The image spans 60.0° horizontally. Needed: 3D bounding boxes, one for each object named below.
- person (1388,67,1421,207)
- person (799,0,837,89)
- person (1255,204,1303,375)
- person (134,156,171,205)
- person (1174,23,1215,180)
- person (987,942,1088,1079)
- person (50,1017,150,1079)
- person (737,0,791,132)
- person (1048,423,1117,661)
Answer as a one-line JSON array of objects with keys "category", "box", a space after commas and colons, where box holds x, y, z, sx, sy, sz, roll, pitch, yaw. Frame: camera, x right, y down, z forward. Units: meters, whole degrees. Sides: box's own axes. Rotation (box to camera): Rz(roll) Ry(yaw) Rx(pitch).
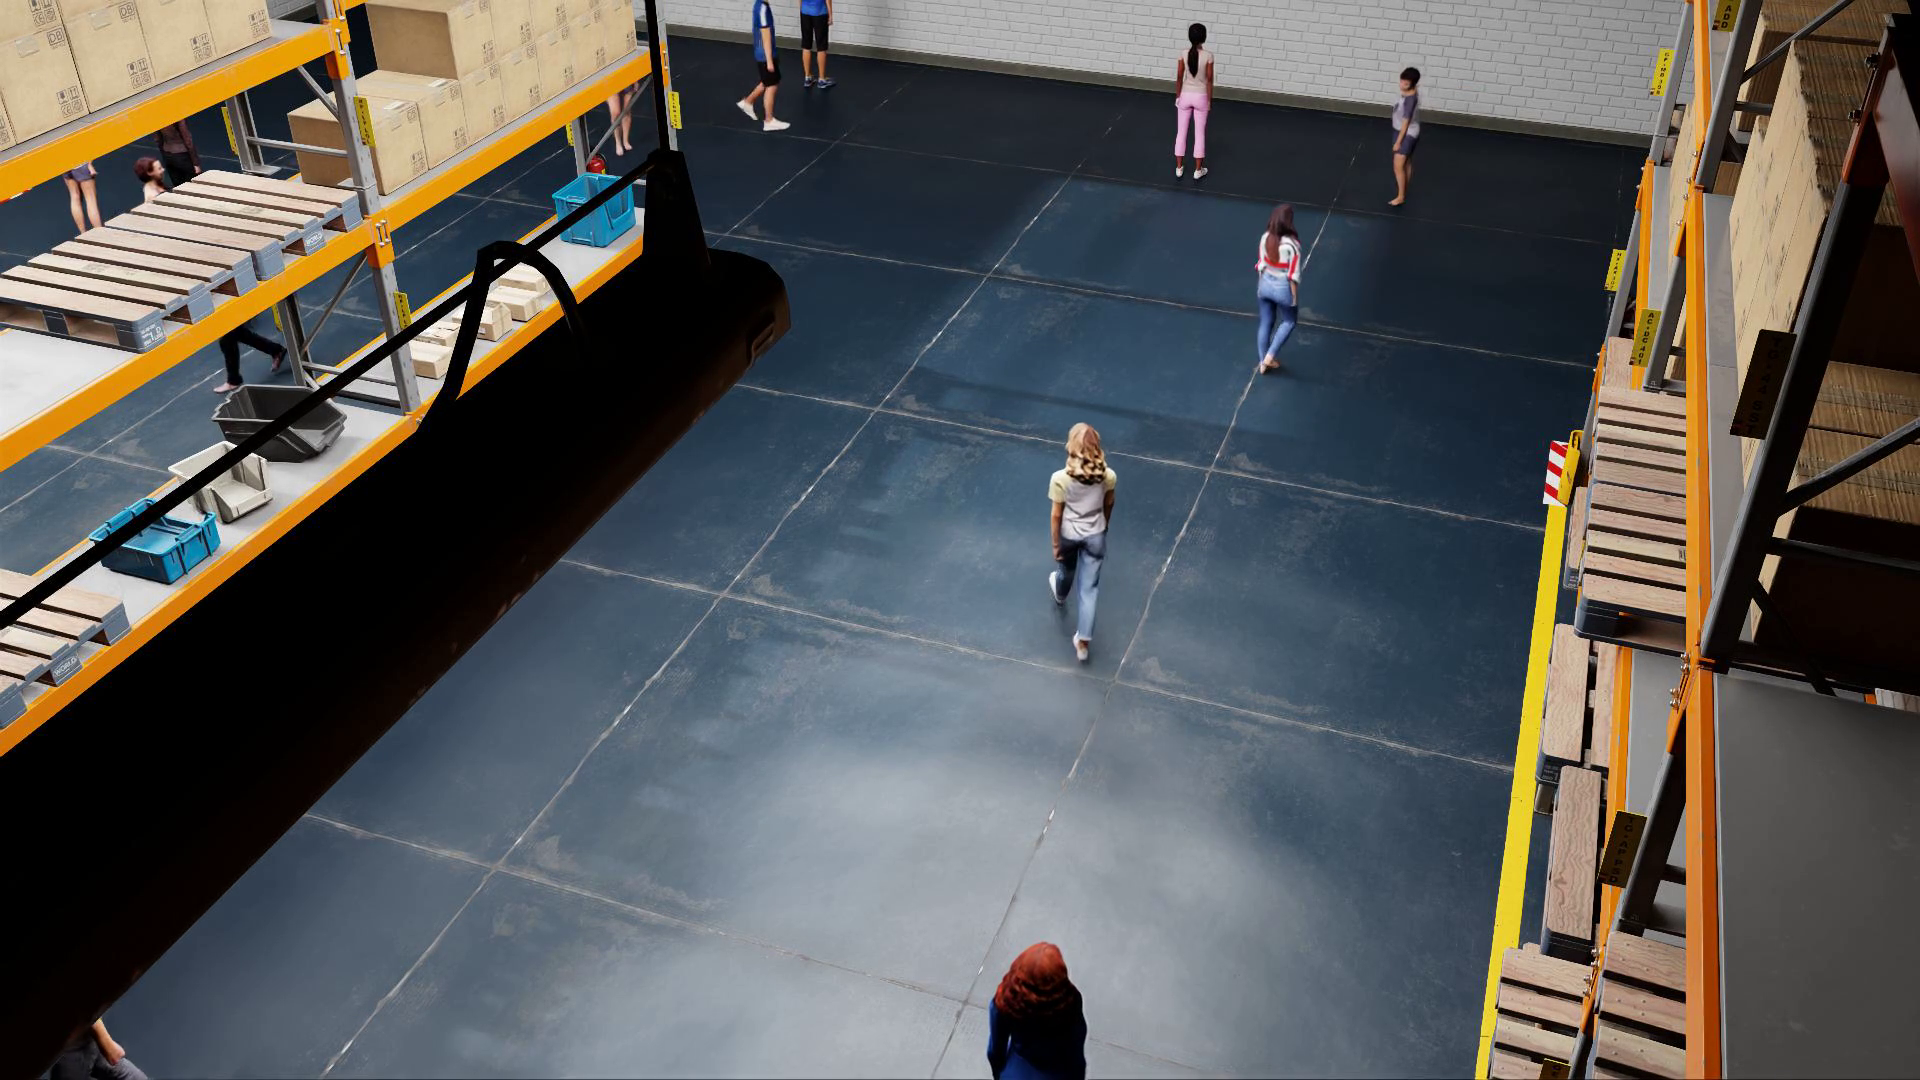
[{"category": "person", "box": [4.923, -4.472, 18.277, 0.804, 1.534, 0.499, 15, 36, 21]}, {"category": "person", "box": [-1.892, -6.811, 21.501, 0.619, 1.861, 0.600, 13, 36, 18]}, {"category": "person", "box": [2.777, -2.196, 14.785, 0.691, 1.610, 0.695, 25, 41, 32]}, {"category": "person", "box": [-7.397, -2.683, 15.421, 1.183, 1.716, 1.069, -17, 37, -24]}, {"category": "person", "box": [2.648, -4.979, 18.851, 0.570, 1.743, 0.503, 13, 36, 18]}, {"category": "person", "box": [0.341, 2.505, 7.516, 0.599, 1.828, 0.564, 13, 36, 18]}, {"category": "person", "box": [-4.128, 2.261, 7.854, 0.912, 1.860, 1.136, 24, 41, 32]}, {"category": "person", "box": [-2.438, -5.868, 20.091, 0.927, 1.852, 0.936, -3, 34, -4]}, {"category": "person", "box": [0.849, 0.053, 11.344, 0.975, 1.674, 1.214, -4, 34, -6]}]
